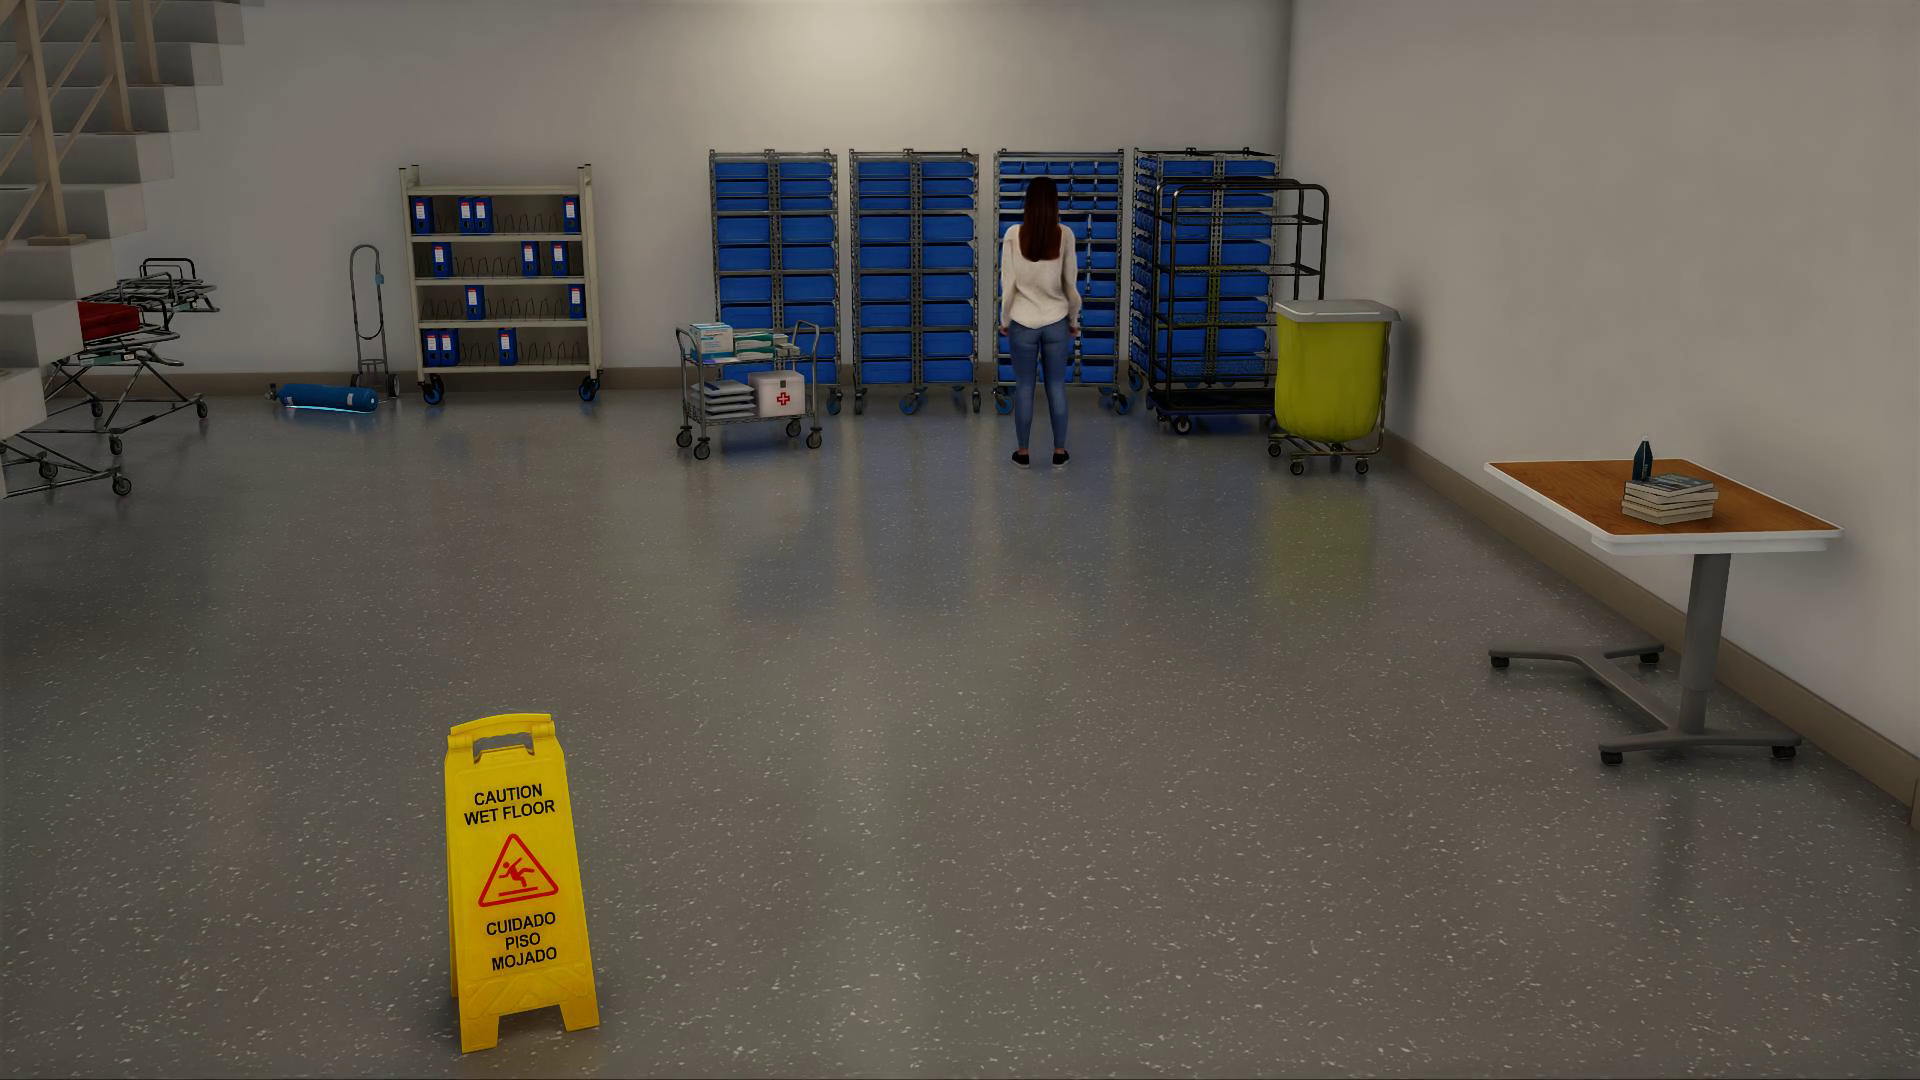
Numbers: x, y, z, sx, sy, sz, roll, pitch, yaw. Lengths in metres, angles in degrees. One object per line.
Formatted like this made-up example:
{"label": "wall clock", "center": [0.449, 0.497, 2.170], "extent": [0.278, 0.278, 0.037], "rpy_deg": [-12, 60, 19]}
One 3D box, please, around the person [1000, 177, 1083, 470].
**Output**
{"label": "person", "center": [0.466, -1.264, 9.718], "extent": [0.639, 1.692, 0.561], "rpy_deg": [0, 16, 0]}
